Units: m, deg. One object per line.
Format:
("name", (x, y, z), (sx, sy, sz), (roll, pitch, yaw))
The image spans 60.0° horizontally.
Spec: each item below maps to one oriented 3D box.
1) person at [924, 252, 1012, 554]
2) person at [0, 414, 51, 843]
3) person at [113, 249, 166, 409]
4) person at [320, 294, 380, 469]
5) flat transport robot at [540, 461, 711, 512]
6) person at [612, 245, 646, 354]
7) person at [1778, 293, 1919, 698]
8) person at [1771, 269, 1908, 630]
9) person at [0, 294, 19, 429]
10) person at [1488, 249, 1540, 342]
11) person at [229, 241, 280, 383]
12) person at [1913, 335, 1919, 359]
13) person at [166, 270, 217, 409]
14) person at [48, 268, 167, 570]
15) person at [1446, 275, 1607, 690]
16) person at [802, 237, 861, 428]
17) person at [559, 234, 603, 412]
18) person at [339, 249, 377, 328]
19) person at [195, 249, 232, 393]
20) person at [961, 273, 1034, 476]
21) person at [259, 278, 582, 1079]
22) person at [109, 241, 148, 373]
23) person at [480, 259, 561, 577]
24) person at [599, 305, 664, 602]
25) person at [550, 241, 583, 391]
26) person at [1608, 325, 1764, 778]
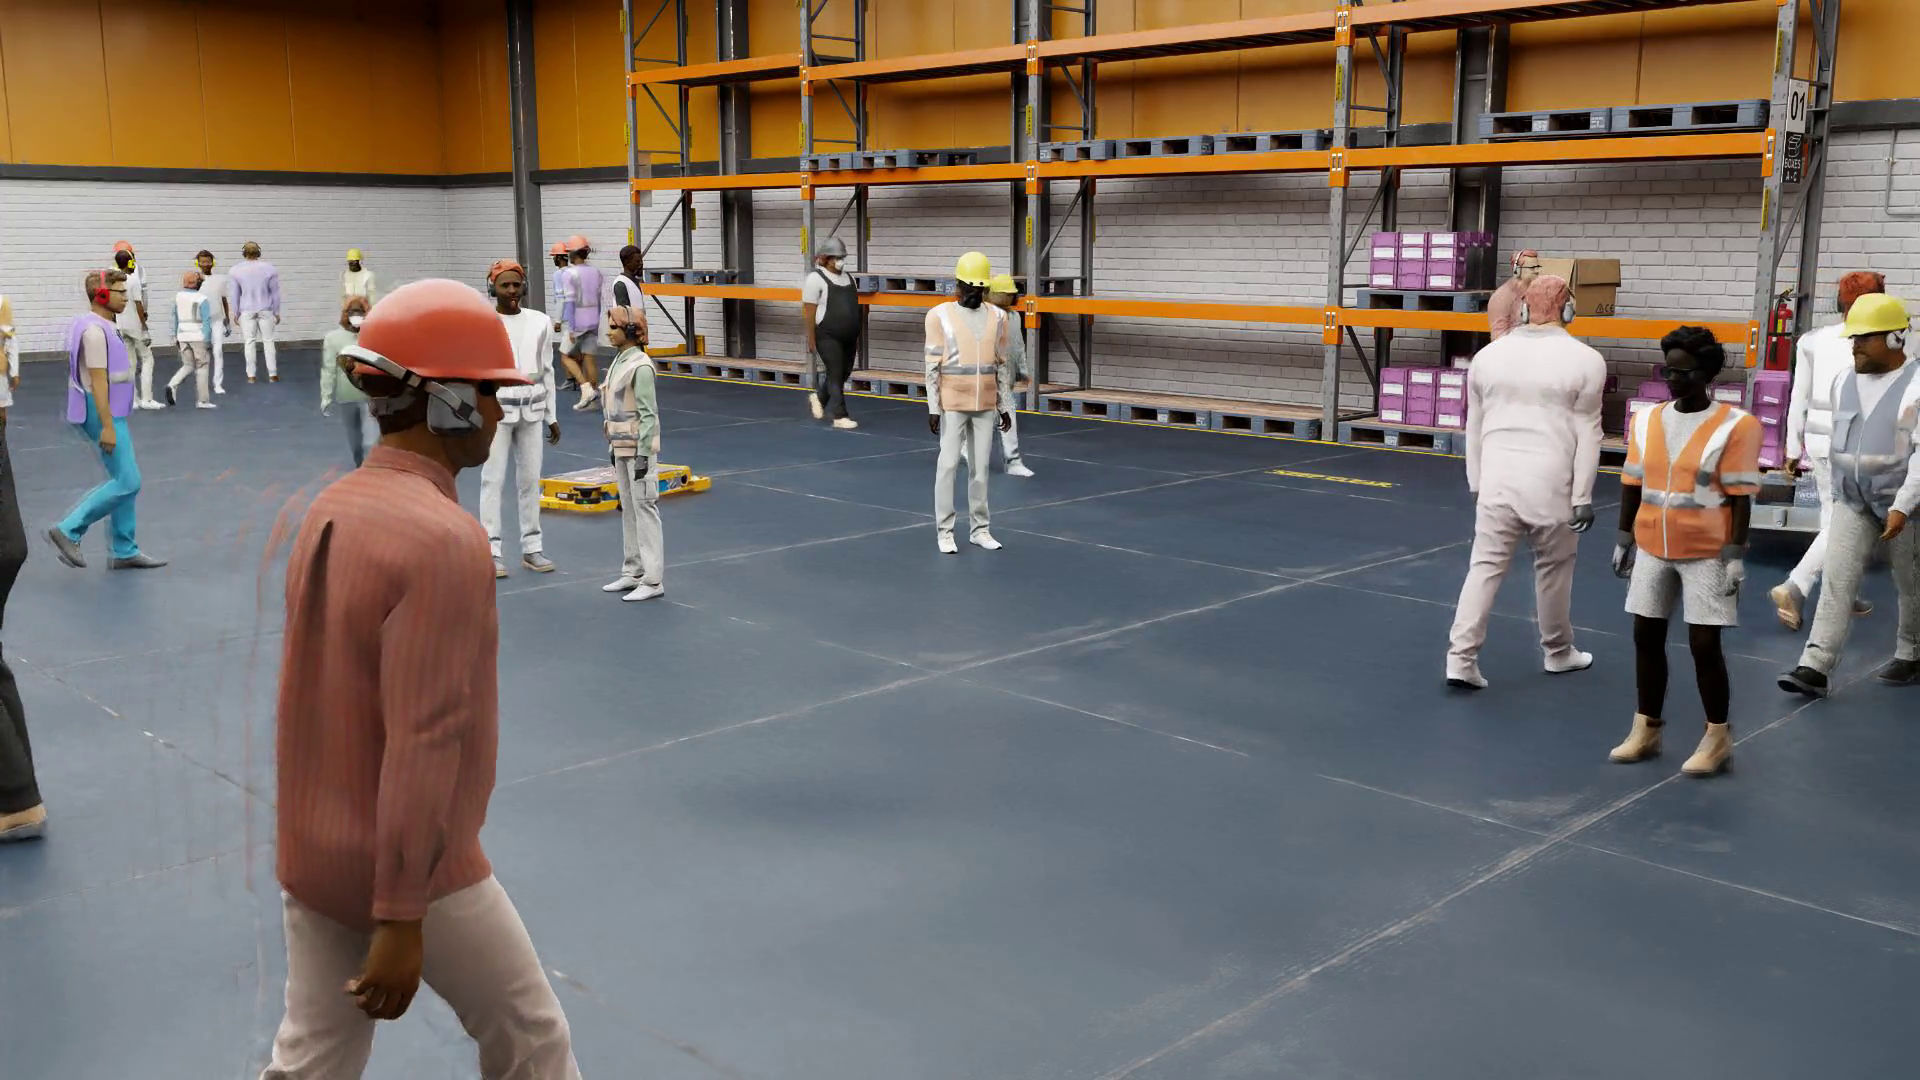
("person", (0.063, -0.874, 10.645), (0.585, 1.917, 0.380), (-5, 12, -25))
("person", (-3.316, 0.101, 5.587), (0.464, 1.821, 0.597), (-2, 11, -12))
("person", (-9.623, -2.445, 19.383), (0.573, 1.860, 0.399), (4, 11, 22))
("person", (-4.448, -1.019, 12.315), (0.504, 1.594, 0.796), (0, 10, -2))
("flat transport robot", (-2.593, -0.421, 12.670), (0.652, 0.197, 1.431), (6, 12, 28))
("person", (-3.386, -2.052, 17.065), (0.392, 1.920, 0.587), (0, 10, 1))
("person", (4.019, -0.186, 7.303), (0.948, 1.771, 0.575), (-6, 12, -31))
("person", (4.519, -0.460, 8.579), (0.877, 1.861, 0.587), (-6, 12, -29))
("person", (-8.126, -1.442, 13.788), (0.548, 1.911, 0.844), (-7, 13, -35))
("person", (4.506, -1.371, 13.390), (0.649, 1.907, 0.409), (-9, 14, -41))
("person", (-9.656, -3.119, 22.828), (0.631, 1.940, 0.368), (-4, 11, -22))
("person", (5.579, -0.551, 9.145), (0.460, 1.825, 0.633), (-6, 12, -32))
("person", (-8.934, -2.307, 19.260), (0.539, 1.622, 0.545), (4, 11, 19))
("person", (-5.152, -0.701, 9.957), (0.518, 1.825, 0.600), (-4, 11, -21))
("person", (2.532, -0.248, 7.447), (0.977, 1.856, 0.649), (-10, 15, -44))
("person", (-1.375, -2.231, 17.708), (0.855, 2.000, 0.688), (10, 14, 43))
("person", (-4.329, -2.468, 19.032), (0.439, 2.027, 0.617), (7, 13, 34))
("person", (-9.390, -3.607, 25.892), (0.596, 1.796, 0.866), (-1, 10, -3))
("person", (-9.711, -2.818, 21.476), (0.509, 1.847, 0.685), (-7, 12, -32))
("person", (0.302, -1.426, 14.230), (0.853, 1.708, 0.495), (8, 13, 36))
("person", (-0.889, 0.526, 2.944), (1.059, 1.932, 0.642), (-10, 14, -43))
("person", (-12.140, -3.384, 24.267), (0.352, 1.939, 0.552), (8, 13, 38))
("person", (-2.670, -0.723, 9.913), (0.585, 1.882, 0.337), (-8, 13, -37))
("person", (-1.823, -0.483, 9.268), (0.310, 1.642, 0.514), (-6, 12, -29))
("person", (-5.147, -2.909, 21.686), (0.371, 1.939, 0.543), (3, 11, 15))
("person", (2.717, 0.043, 6.257), (0.329, 1.691, 0.557), (-7, 13, -35))
